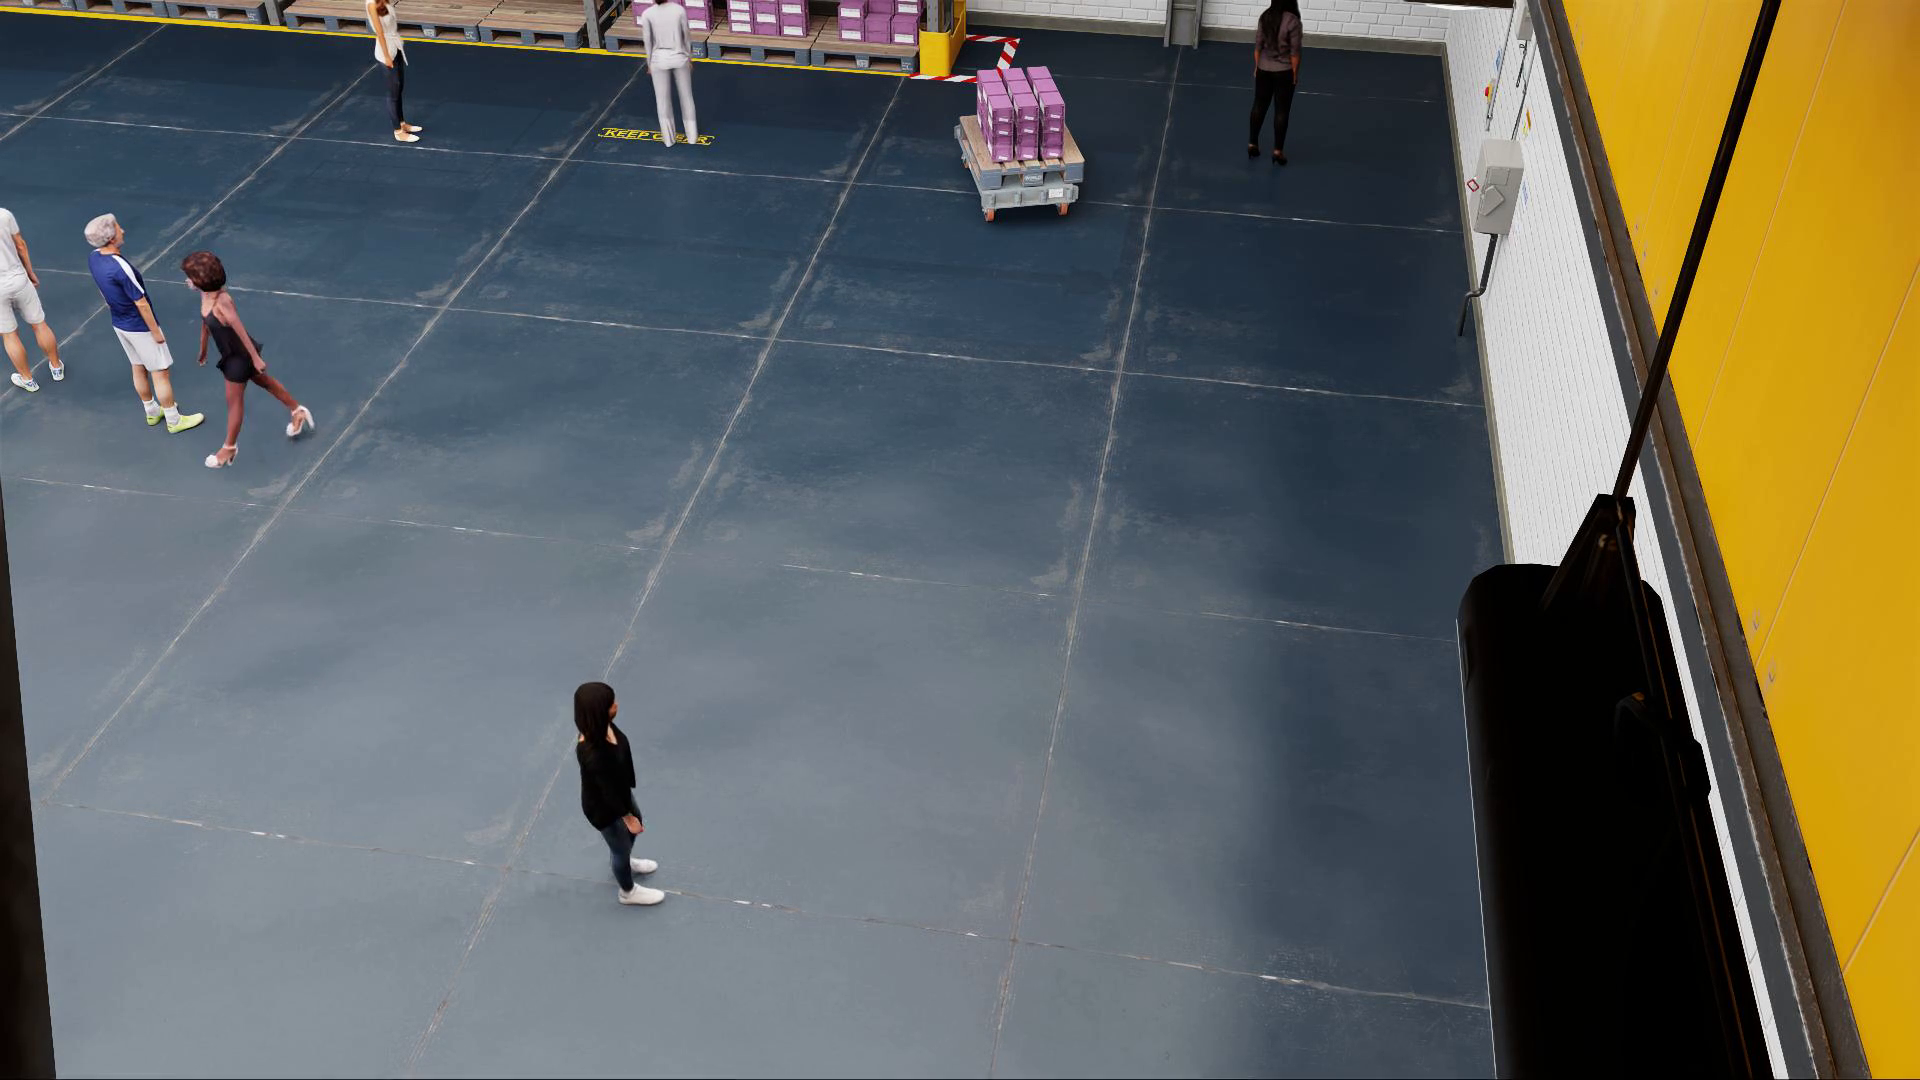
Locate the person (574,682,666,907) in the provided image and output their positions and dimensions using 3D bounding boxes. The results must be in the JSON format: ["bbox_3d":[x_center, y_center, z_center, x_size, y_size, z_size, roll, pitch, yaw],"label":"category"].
[{"bbox_3d":[-1.957,1.411,9.079,0.663,1.641,0.656,-4,39,-5],"label":"person"}]

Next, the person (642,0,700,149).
[{"bbox_3d":[-2.931,-4.837,16.825,0.621,1.737,0.761,-8,39,-10],"label":"person"}]

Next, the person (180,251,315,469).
[{"bbox_3d":[-5.341,-1.405,12.527,1.099,1.739,1.077,-26,46,-29],"label":"person"}]

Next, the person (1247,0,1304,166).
[{"bbox_3d":[3.126,-4.615,16.465,0.702,1.840,0.806,27,46,30],"label":"person"}]

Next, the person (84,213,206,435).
[{"bbox_3d":[-6.326,-1.658,12.763,0.629,1.839,0.769,21,43,25],"label":"person"}]

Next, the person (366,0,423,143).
[{"bbox_3d":[-5.829,-4.954,16.932,0.603,1.786,0.641,-2,39,-3],"label":"person"}]

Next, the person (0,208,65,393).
[{"bbox_3d":[-7.613,-2.044,13.234,0.776,1.855,0.766,31,48,32],"label":"person"}]
